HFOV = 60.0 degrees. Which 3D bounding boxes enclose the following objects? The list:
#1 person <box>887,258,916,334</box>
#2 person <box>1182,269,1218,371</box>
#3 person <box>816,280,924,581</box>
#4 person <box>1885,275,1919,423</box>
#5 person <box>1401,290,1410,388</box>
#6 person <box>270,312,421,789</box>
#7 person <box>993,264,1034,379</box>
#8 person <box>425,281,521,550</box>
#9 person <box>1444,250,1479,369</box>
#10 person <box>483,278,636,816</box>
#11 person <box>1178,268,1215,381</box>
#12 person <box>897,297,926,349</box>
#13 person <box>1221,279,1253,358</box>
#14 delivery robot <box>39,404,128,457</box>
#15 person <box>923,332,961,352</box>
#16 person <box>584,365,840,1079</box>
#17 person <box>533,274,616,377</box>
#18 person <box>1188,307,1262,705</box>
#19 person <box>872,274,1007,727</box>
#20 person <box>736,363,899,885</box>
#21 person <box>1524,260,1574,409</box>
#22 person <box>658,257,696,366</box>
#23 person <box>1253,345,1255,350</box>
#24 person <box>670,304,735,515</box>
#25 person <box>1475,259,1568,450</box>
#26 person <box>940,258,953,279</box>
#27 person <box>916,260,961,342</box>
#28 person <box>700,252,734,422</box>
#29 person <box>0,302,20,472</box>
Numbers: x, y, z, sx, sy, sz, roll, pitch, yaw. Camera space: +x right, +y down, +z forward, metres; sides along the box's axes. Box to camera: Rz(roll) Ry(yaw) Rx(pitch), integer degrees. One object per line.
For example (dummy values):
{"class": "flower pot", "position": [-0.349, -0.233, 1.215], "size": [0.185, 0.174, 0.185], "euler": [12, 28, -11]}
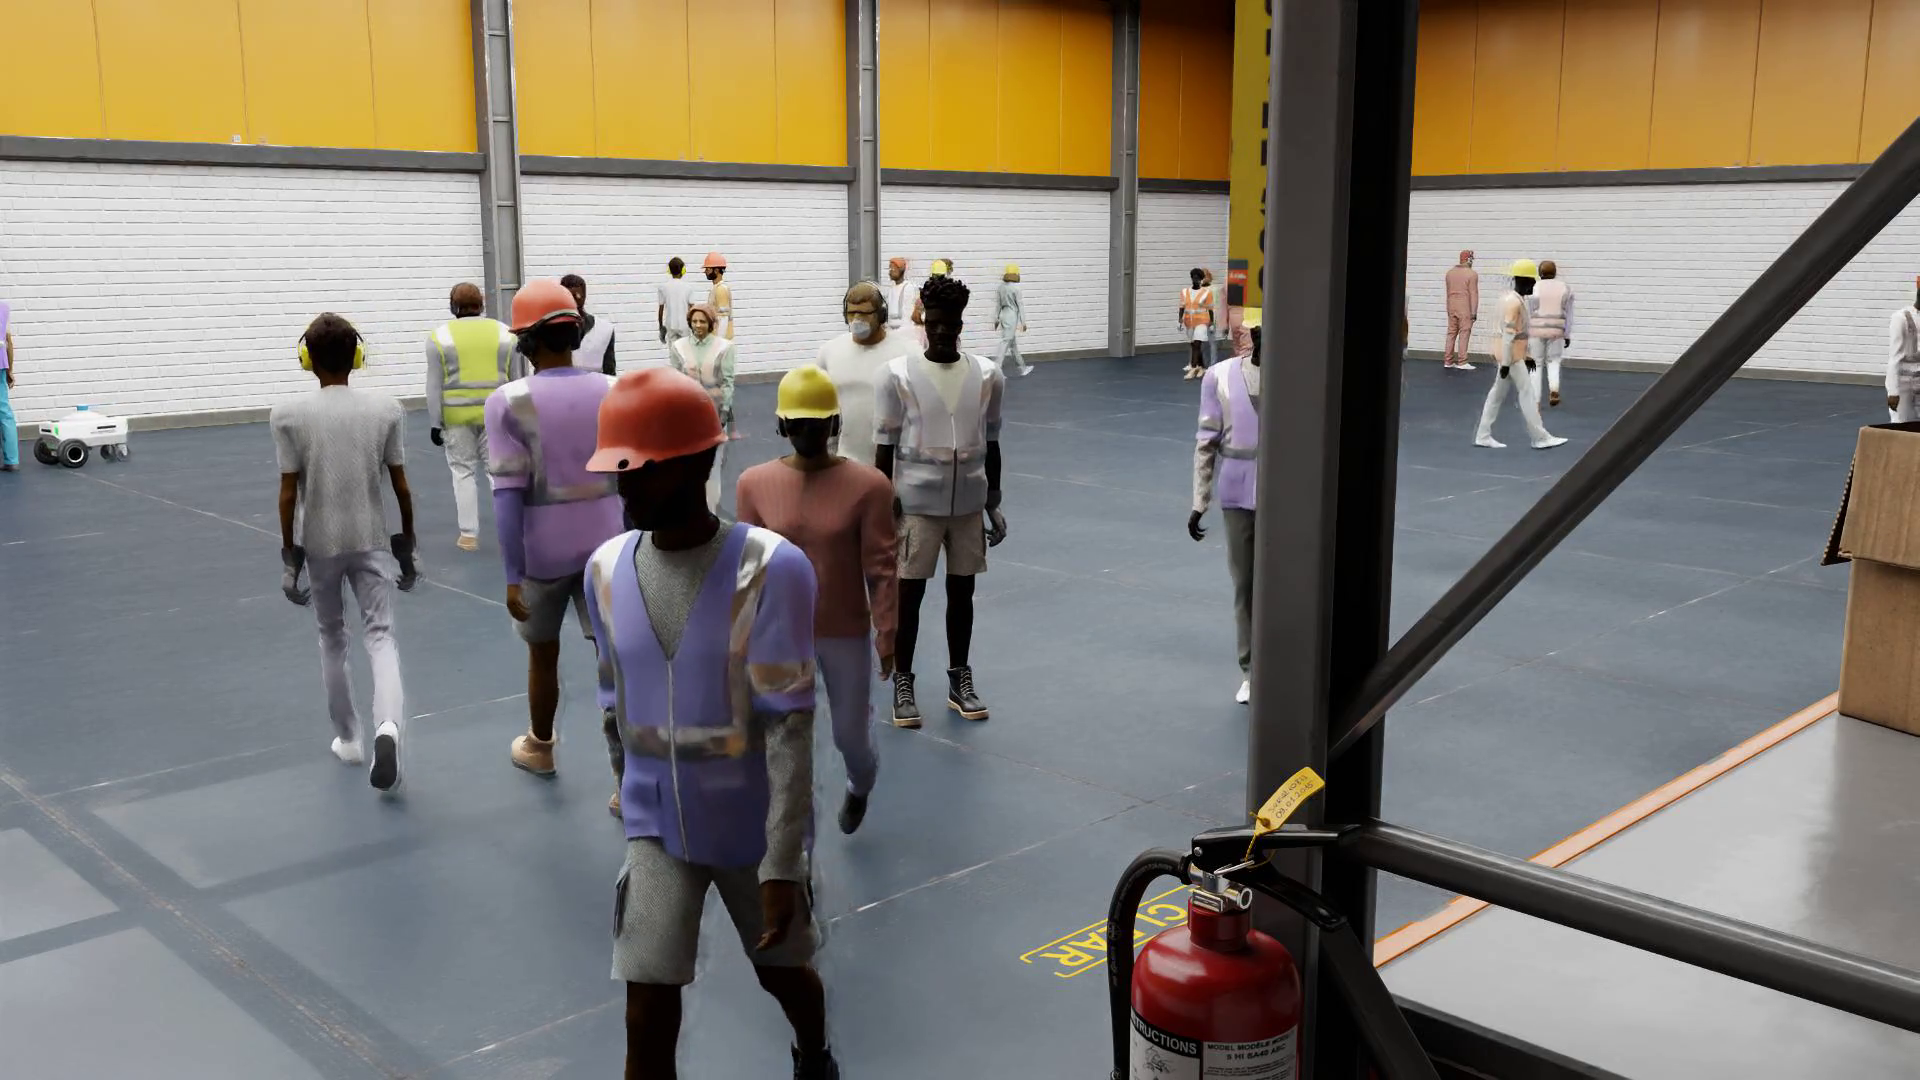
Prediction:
{"class": "person", "position": [-0.783, -2.453, 20.013], "size": [0.801, 1.853, 0.574], "euler": [-6, 12, -29]}
{"class": "person", "position": [3.799, -3.433, 26.025], "size": [0.694, 1.601, 0.525], "euler": [-9, 14, -41]}
{"class": "person", "position": [-0.458, -0.353, 8.452], "size": [0.657, 1.892, 0.933], "euler": [3, 11, 15]}
{"class": "person", "position": [7.642, -1.216, 13.235], "size": [0.608, 1.869, 0.525], "euler": [-4, 11, -21]}
{"class": "person", "position": [4.679, -2.124, 18.232], "size": [0.527, 1.849, 0.490], "euler": [0, 10, 1]}
{"class": "person", "position": [-2.375, 0.040, 6.490], "size": [0.526, 1.838, 0.822], "euler": [-5, 12, -26]}
{"class": "person", "position": [0.805, -3.255, 24.796], "size": [0.902, 1.693, 0.505], "euler": [-8, 13, -36]}
{"class": "person", "position": [-3.247, -0.815, 11.171], "size": [0.634, 1.829, 0.610], "euler": [-6, 12, -30]}
{"class": "person", "position": [8.034, -3.669, 26.548], "size": [0.403, 1.900, 0.643], "euler": [-6, 12, -29]}
{"class": "person", "position": [-1.442, 0.022, 6.206], "size": [0.639, 1.990, 1.099], "euler": [-7, 13, -34]}
{"class": "person", "position": [3.525, -3.209, 24.707], "size": [0.522, 1.653, 0.798], "euler": [8, 13, 37]}
{"class": "person", "position": [-0.320, -1.395, 14.919], "size": [0.505, 1.610, 0.671], "euler": [1, 10, 4]}
{"class": "person", "position": [3.910, -2.928, 22.601], "size": [0.645, 1.864, 0.865], "euler": [10, 14, 44]}
{"class": "delivery robot", "position": [-8.174, -1.024, 15.527], "size": [0.477, 0.478, 0.707], "euler": [7, 13, 34]}
{"class": "person", "position": [-0.236, -1.227, 13.684], "size": [0.710, 1.733, 0.558], "euler": [-5, 11, -25]}
{"class": "person", "position": [-0.510, 0.565, 3.507], "size": [0.554, 1.892, 1.007], "euler": [3, 11, 16]}
{"class": "person", "position": [-2.771, -0.989, 12.050], "size": [0.573, 1.867, 1.028], "euler": [-1, 10, -7]}
{"class": "person", "position": [1.345, -0.180, 7.487], "size": [0.596, 1.909, 0.516], "euler": [4, 11, 22]}
{"class": "person", "position": [-0.082, -0.168, 7.263], "size": [0.610, 1.963, 0.365], "euler": [-4, 11, -20]}
{"class": "person", "position": [-0.450, 0.280, 5.452], "size": [0.526, 1.744, 0.694], "euler": [1, 10, 5]}
{"class": "person", "position": [7.177, -2.513, 20.407], "size": [0.638, 1.831, 0.490], "euler": [1, 10, 7]}
{"class": "person", "position": [-3.595, -2.702, 21.391], "size": [0.566, 1.848, 0.670], "euler": [1, 10, 3]}
{"class": "person", "position": [3.914, -2.631, 20.751], "size": [0.624, 1.956, 1.000], "euler": [7, 12, 33]}
{"class": "person", "position": [-1.934, -0.953, 12.473], "size": [0.506, 1.617, 0.501], "euler": [0, 10, 1]}
{"class": "person", "position": [5.617, -1.829, 16.537], "size": [0.936, 1.883, 0.612], "euler": [3, 11, 16]}
{"class": "person", "position": [-0.326, -3.256, 24.562], "size": [0.876, 1.813, 0.523], "euler": [-10, 14, -44]}
{"class": "person", "position": [-0.272, -2.664, 21.271], "size": [0.593, 1.821, 0.430], "euler": [0, 10, -1]}
{"class": "person", "position": [-2.778, -2.318, 19.065], "size": [0.360, 1.938, 0.546], "euler": [-2, 11, -13]}
{"class": "person", "position": [-8.677, -1.491, 14.812], "size": [0.372, 1.840, 0.570], "euler": [4, 11, 22]}
